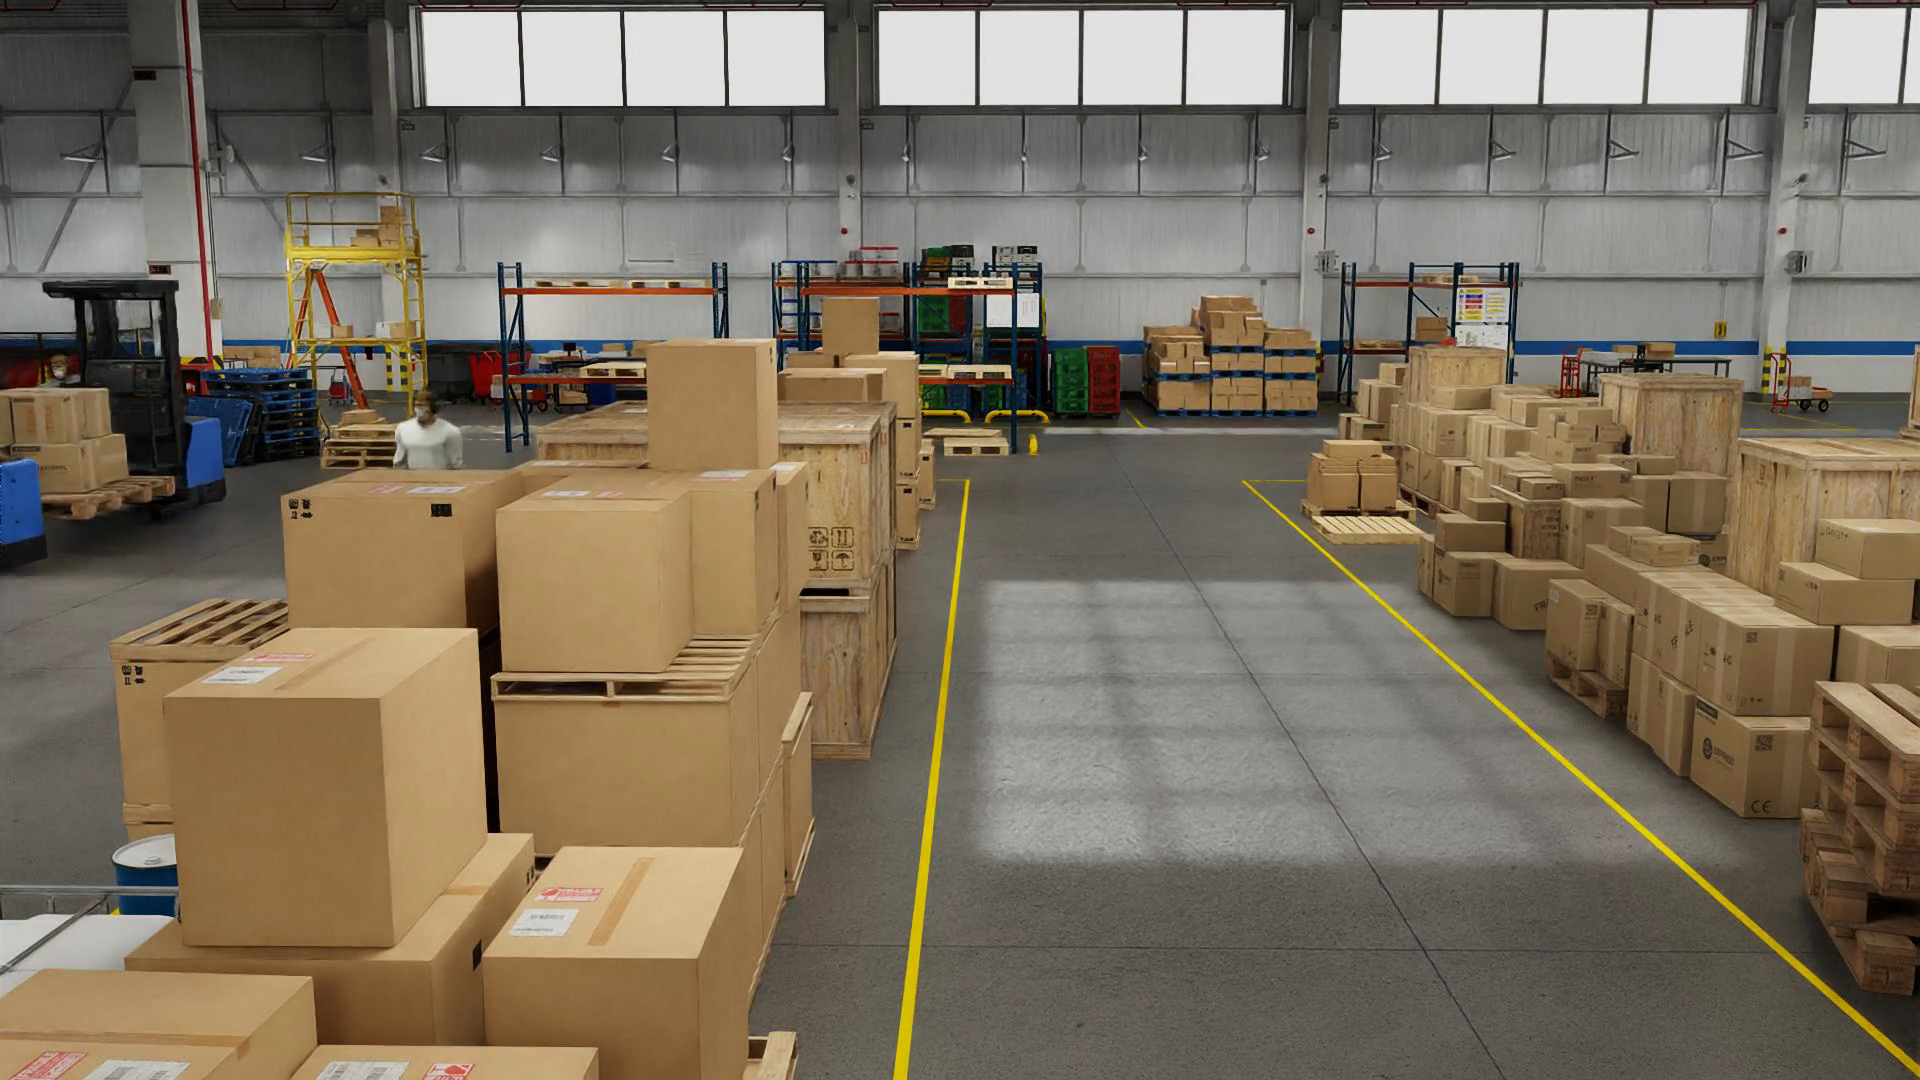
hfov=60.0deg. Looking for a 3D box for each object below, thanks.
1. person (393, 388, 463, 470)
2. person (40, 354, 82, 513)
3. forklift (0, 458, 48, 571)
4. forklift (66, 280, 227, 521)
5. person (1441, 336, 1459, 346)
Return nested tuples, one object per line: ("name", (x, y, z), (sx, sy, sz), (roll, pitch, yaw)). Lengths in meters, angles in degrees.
("person", (-4.845, -0.460, 15.315), (0.633, 1.911, 0.881), (2, 10, 11))
("person", (-10.848, -1.300, 20.270), (0.651, 1.926, 0.471), (-1, 10, -8))
("forklift", (-10.138, -1.086, 16.139), (1.873, 2.768, 1.129), (1, 10, 6))
("forklift", (-9.838, -1.738, 20.044), (1.129, 2.768, 1.873), (0, 9, 1))
("person", (7.469, -2.236, 25.985), (0.865, 1.904, 0.540), (2, 10, 14))
